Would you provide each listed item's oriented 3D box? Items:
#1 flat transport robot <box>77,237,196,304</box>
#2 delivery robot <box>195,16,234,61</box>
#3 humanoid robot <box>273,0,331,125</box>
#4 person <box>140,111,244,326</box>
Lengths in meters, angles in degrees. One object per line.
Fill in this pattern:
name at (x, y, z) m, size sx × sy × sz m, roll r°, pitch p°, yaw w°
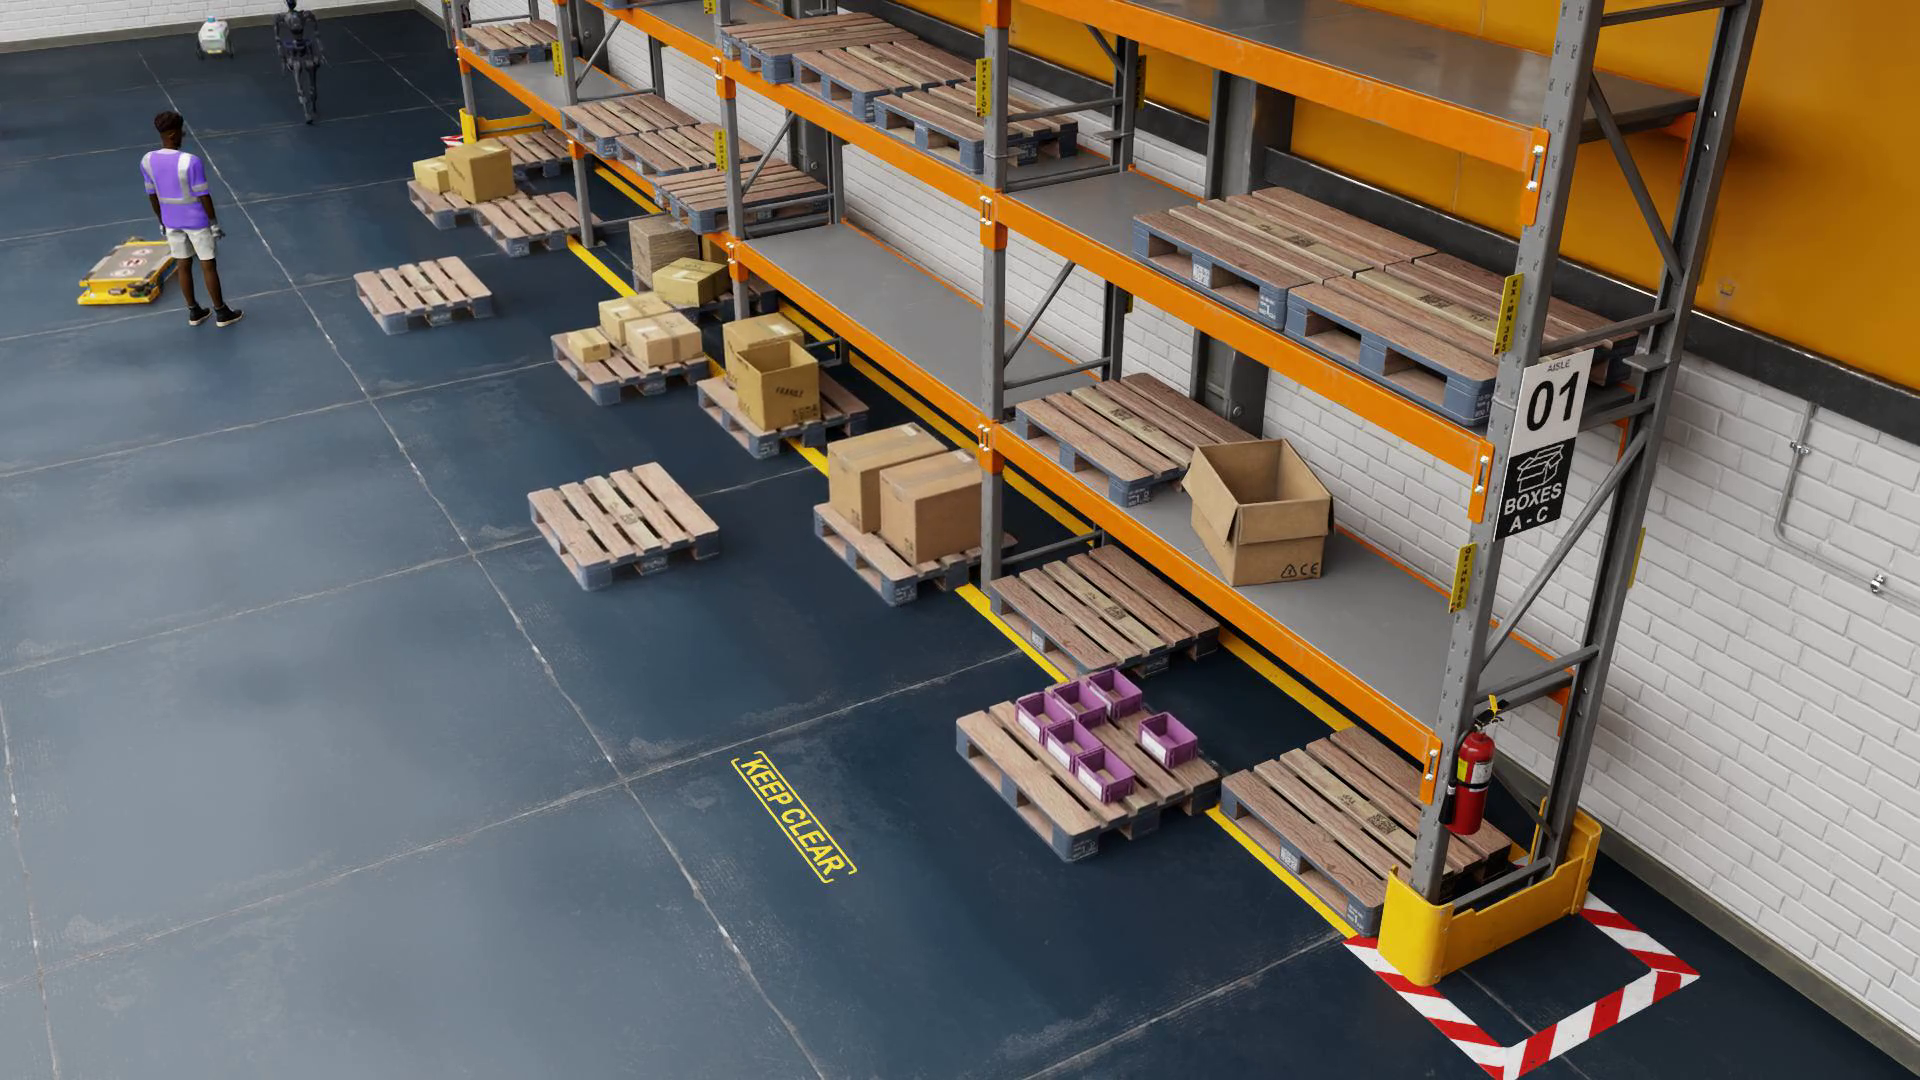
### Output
flat transport robot at (-8.061, -2.644, 16.300) m, size 0.659 × 0.231 × 1.431 m, roll -3°, pitch 30°, yaw -5°
delivery robot at (-10.883, -7.319, 24.281) m, size 0.499 × 0.612 × 0.805 m, roll -8°, pitch 30°, yaw -13°
humanoid robot at (-8.292, -6.102, 21.013) m, size 0.600 × 1.630 × 0.759 m, roll -16°, pitch 33°, yaw -26°
person at (-6.963, -2.884, 15.012) m, size 0.602 × 1.957 × 0.387 m, roll 6°, pitch 30°, yaw 10°
